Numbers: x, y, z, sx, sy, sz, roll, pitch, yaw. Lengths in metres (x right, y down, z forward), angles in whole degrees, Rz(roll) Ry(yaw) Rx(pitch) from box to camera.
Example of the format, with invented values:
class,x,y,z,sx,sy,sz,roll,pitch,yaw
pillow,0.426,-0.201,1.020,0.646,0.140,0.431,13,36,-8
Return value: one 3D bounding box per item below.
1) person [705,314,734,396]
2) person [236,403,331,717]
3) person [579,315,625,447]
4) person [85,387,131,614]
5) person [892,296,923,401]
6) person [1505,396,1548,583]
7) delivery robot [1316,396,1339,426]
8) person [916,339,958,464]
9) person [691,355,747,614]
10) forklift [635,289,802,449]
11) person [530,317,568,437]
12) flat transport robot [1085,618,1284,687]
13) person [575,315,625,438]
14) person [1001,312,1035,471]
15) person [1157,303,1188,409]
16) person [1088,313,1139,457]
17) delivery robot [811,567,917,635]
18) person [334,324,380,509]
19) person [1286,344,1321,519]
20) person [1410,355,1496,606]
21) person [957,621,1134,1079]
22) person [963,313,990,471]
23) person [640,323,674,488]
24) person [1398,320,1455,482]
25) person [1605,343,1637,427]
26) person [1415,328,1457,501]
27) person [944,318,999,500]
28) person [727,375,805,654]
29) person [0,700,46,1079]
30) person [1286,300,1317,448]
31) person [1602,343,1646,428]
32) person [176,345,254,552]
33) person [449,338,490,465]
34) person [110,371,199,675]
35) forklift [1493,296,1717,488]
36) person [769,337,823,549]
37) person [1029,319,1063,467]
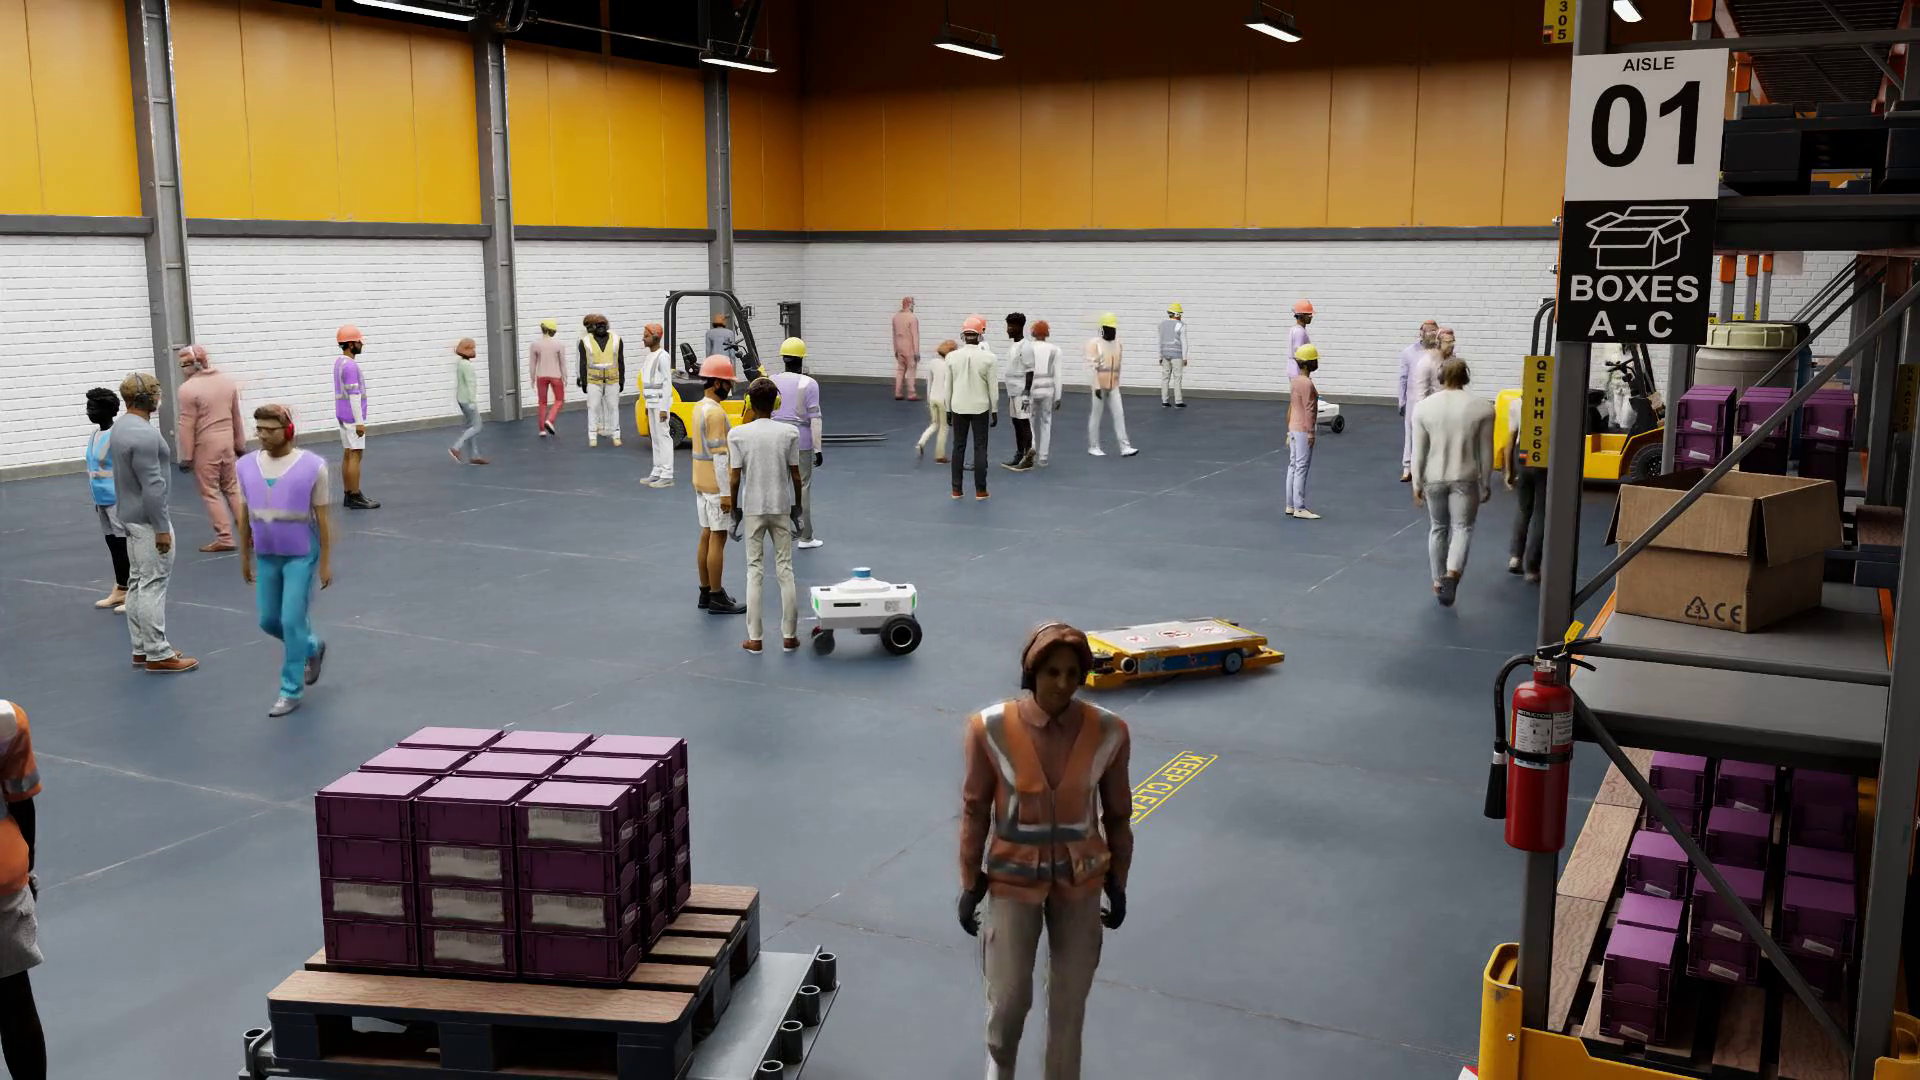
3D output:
class,x,y,z,sx,sy,sz,roll,pitch,yaw
person,-4.187,-3.132,29.037,0.500,1.633,0.286,0,10,-2
person,-3.968,0.088,9.855,0.568,1.825,0.669,2,10,9
person,-4.968,-2.207,23.127,0.621,1.835,0.430,-3,10,-18
person,-6.327,-0.295,12.432,0.540,1.695,0.317,8,13,40
person,-0.937,-3.477,30.249,0.403,1.906,0.651,-8,13,-39
person,4.739,-0.559,13.597,0.505,1.831,0.411,8,13,40
delivery robot,5.324,-1.907,24.799,0.707,0.478,0.477,-8,13,-39
person,-0.271,-1.737,21.059,0.510,1.607,0.539,-10,14,-44
person,-1.810,-0.413,12.427,0.359,1.936,0.544,-4,11,-24
forklift,-3.358,-2.392,23.136,2.313,2.155,1.214,-1,10,-5
person,-6.000,-2.360,24.232,0.588,1.749,0.394,0,10,2
flat transport robot,1.320,0.709,10.742,1.431,0.197,0.652,-5,11,-26
person,-5.269,-2.387,24.285,0.693,1.788,0.787,1,10,3
person,0.729,-1.837,20.582,0.363,1.962,0.612,-3,10,-16
person,3.698,-3.188,28.809,0.590,1.827,0.404,8,13,40
person,1.988,-2.015,21.837,0.599,1.894,0.833,-6,11,-31
delivery robot,-0.655,0.430,11.267,0.707,0.478,0.477,-1,10,-8
person,-6.374,-1.293,17.503,0.354,1.942,0.545,-6,12,-33
person,3.500,-1.102,16.896,0.302,1.772,0.530,-1,10,-5
person,3.736,-0.446,12.695,0.631,1.914,0.863,4,11,22
person,0.253,1.031,4.937,0.536,1.623,0.395,-1,10,-8
person,0.198,-1.827,20.594,0.344,1.942,0.549,2,10,11
person,-3.485,-1.544,19.125,0.356,1.883,0.573,-5,11,-28
person,5.452,-1.618,19.482,0.649,1.910,0.409,3,10,16
person,9.689,-2.416,24.373,0.425,1.817,0.595,-4,10,-20
person,5.205,-1.332,17.885,0.684,1.884,0.633,-6,12,-32
person,0.132,-1.430,18.180,0.617,1.985,0.411,3,10,15
person,-1.307,-0.168,11.192,0.521,1.874,0.327,-2,10,-12
person,-2.922,1.022,4.810,0.319,1.697,0.532,8,12,37
person,4.705,-2.288,22.969,0.375,2.044,0.605,1,10,5
person,8.868,-1.966,22.325,0.718,1.609,0.550,-8,13,-38
person,-6.750,-0.818,14.975,0.405,1.878,0.750,3,10,18
person,-6.203,-1.734,20.974,0.465,1.622,0.523,-6,11,-30
person,-5.194,-0.109,10.652,0.362,1.939,0.635,-8,13,-40
forklift,7.296,-1.677,18.993,2.313,2.155,1.214,5,11,27
person,-1.515,-0.875,15.121,0.594,1.926,0.368,4,11,21
person,0.988,-1.826,20.794,0.596,1.867,0.547,0,10,2
